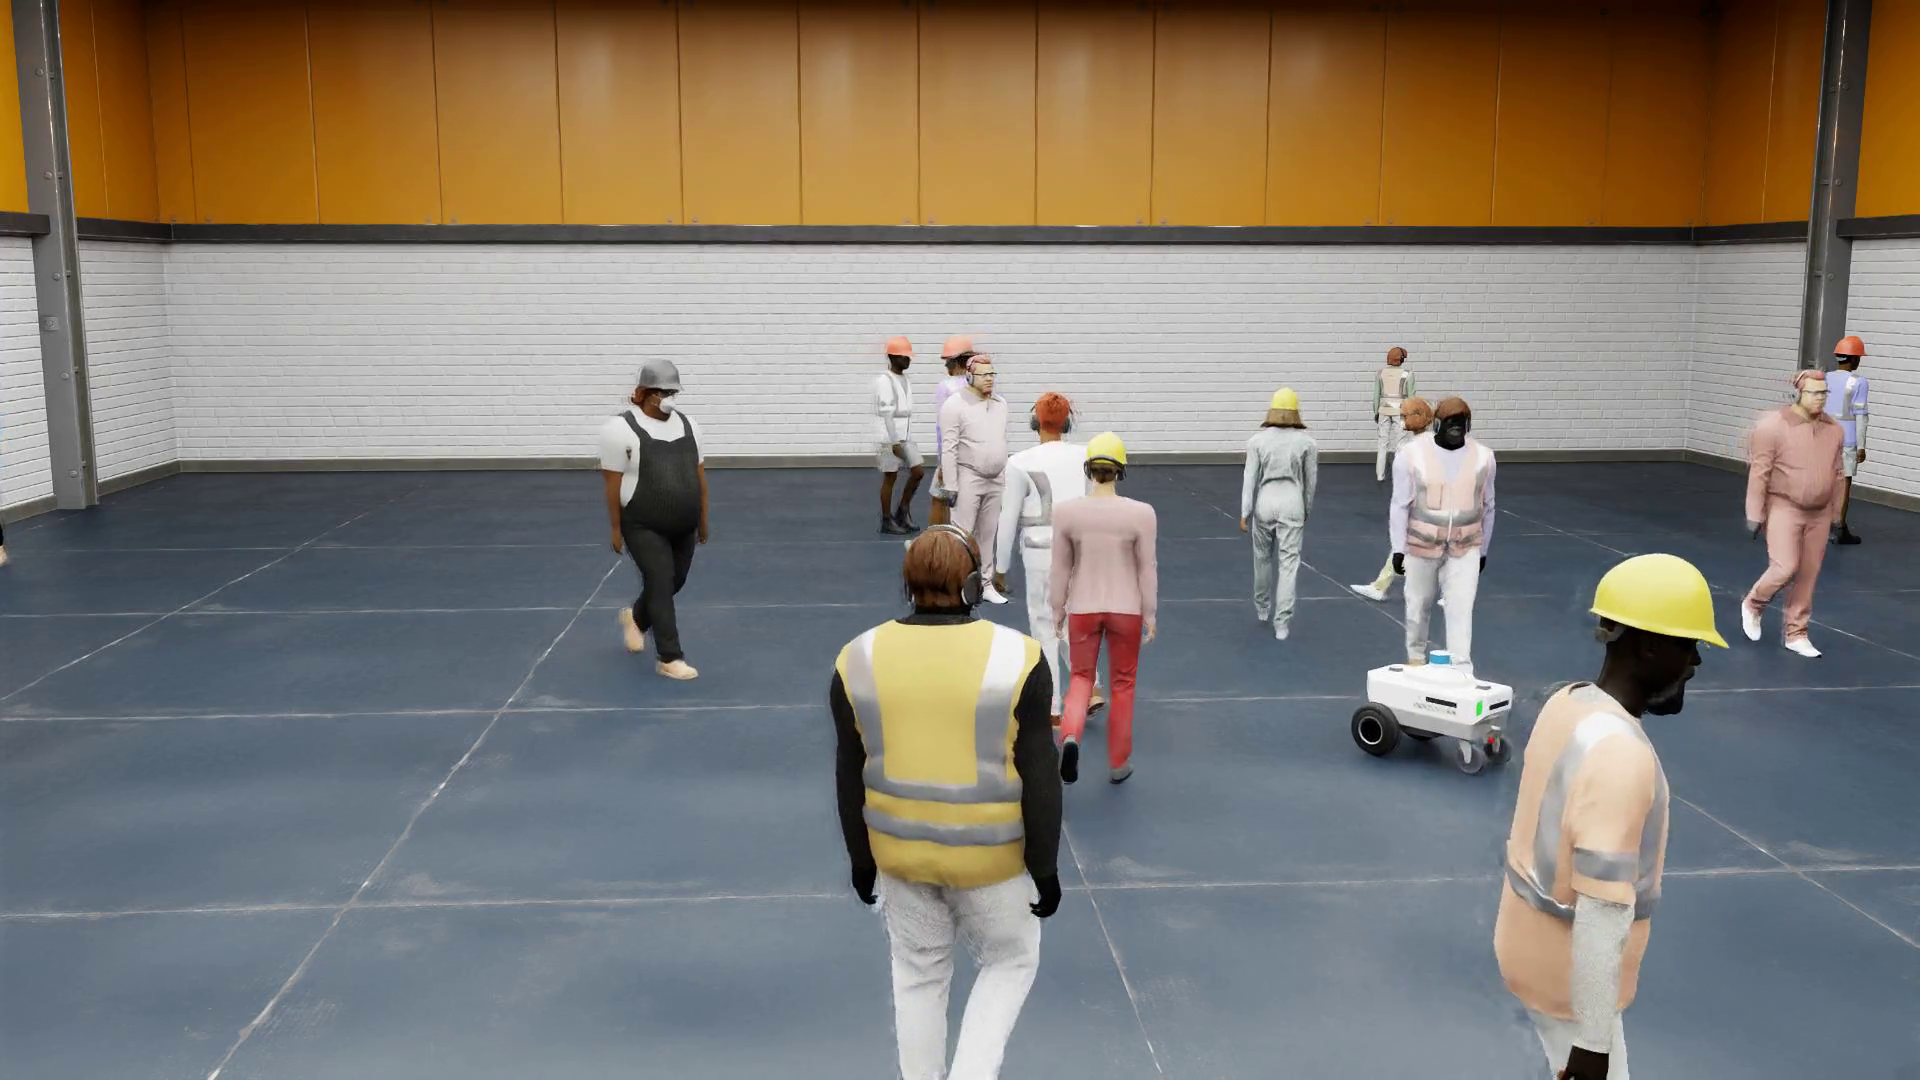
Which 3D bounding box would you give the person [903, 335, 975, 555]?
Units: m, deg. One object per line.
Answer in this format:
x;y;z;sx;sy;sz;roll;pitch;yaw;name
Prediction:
-0.050;-0.706;13.937;0.641;1.989;1.031;-8;12;-39;person

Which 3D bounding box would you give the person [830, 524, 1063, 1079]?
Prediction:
-0.028;0.864;4.595;0.650;1.826;0.434;3;9;17;person

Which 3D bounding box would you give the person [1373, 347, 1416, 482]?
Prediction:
5.233;-1.503;20.053;0.522;1.638;0.310;7;11;36;person

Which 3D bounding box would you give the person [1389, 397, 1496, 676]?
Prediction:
2.880;0.033;9.971;0.638;1.787;0.999;1;9;6;person

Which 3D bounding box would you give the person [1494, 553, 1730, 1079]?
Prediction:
1.355;0.962;3.759;0.609;1.896;0.611;2;9;12;person

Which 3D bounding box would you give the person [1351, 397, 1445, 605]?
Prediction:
3.452;-0.287;12.568;0.877;1.574;0.527;0;9;1;person

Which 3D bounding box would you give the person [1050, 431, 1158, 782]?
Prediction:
0.682;0.356;8.062;0.529;1.752;0.547;3;9;16;person

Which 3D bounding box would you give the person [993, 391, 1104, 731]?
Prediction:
0.490;0.119;9.141;0.556;1.871;0.451;-7;11;-36;person

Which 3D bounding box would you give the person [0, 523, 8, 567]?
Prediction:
-8.346;-0.532;13.909;0.533;1.644;0.875;0;9;-2;person

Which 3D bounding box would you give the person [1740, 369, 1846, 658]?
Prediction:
5.510;-0.185;10.977;0.666;1.892;0.492;-2;9;-12;person

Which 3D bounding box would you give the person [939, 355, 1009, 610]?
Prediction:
0.150;-0.436;12.517;0.645;1.907;0.400;-8;12;-41;person

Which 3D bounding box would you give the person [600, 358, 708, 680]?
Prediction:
-1.942;-0.189;10.545;0.679;2.000;0.930;-9;12;-43;person

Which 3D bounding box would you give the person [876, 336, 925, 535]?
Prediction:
-0.573;-0.989;15.946;0.500;1.917;0.544;6;11;31;person

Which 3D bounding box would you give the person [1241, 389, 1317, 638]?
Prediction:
2.244;-0.208;11.710;0.497;1.699;0.853;2;9;12;person

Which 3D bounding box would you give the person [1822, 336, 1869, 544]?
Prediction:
8.223;-0.931;15.526;0.375;1.935;0.551;-4;10;-25;person

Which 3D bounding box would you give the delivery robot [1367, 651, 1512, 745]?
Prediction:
2.471;0.816;8.591;0.477;0.478;0.707;-8;12;-41;delivery robot
